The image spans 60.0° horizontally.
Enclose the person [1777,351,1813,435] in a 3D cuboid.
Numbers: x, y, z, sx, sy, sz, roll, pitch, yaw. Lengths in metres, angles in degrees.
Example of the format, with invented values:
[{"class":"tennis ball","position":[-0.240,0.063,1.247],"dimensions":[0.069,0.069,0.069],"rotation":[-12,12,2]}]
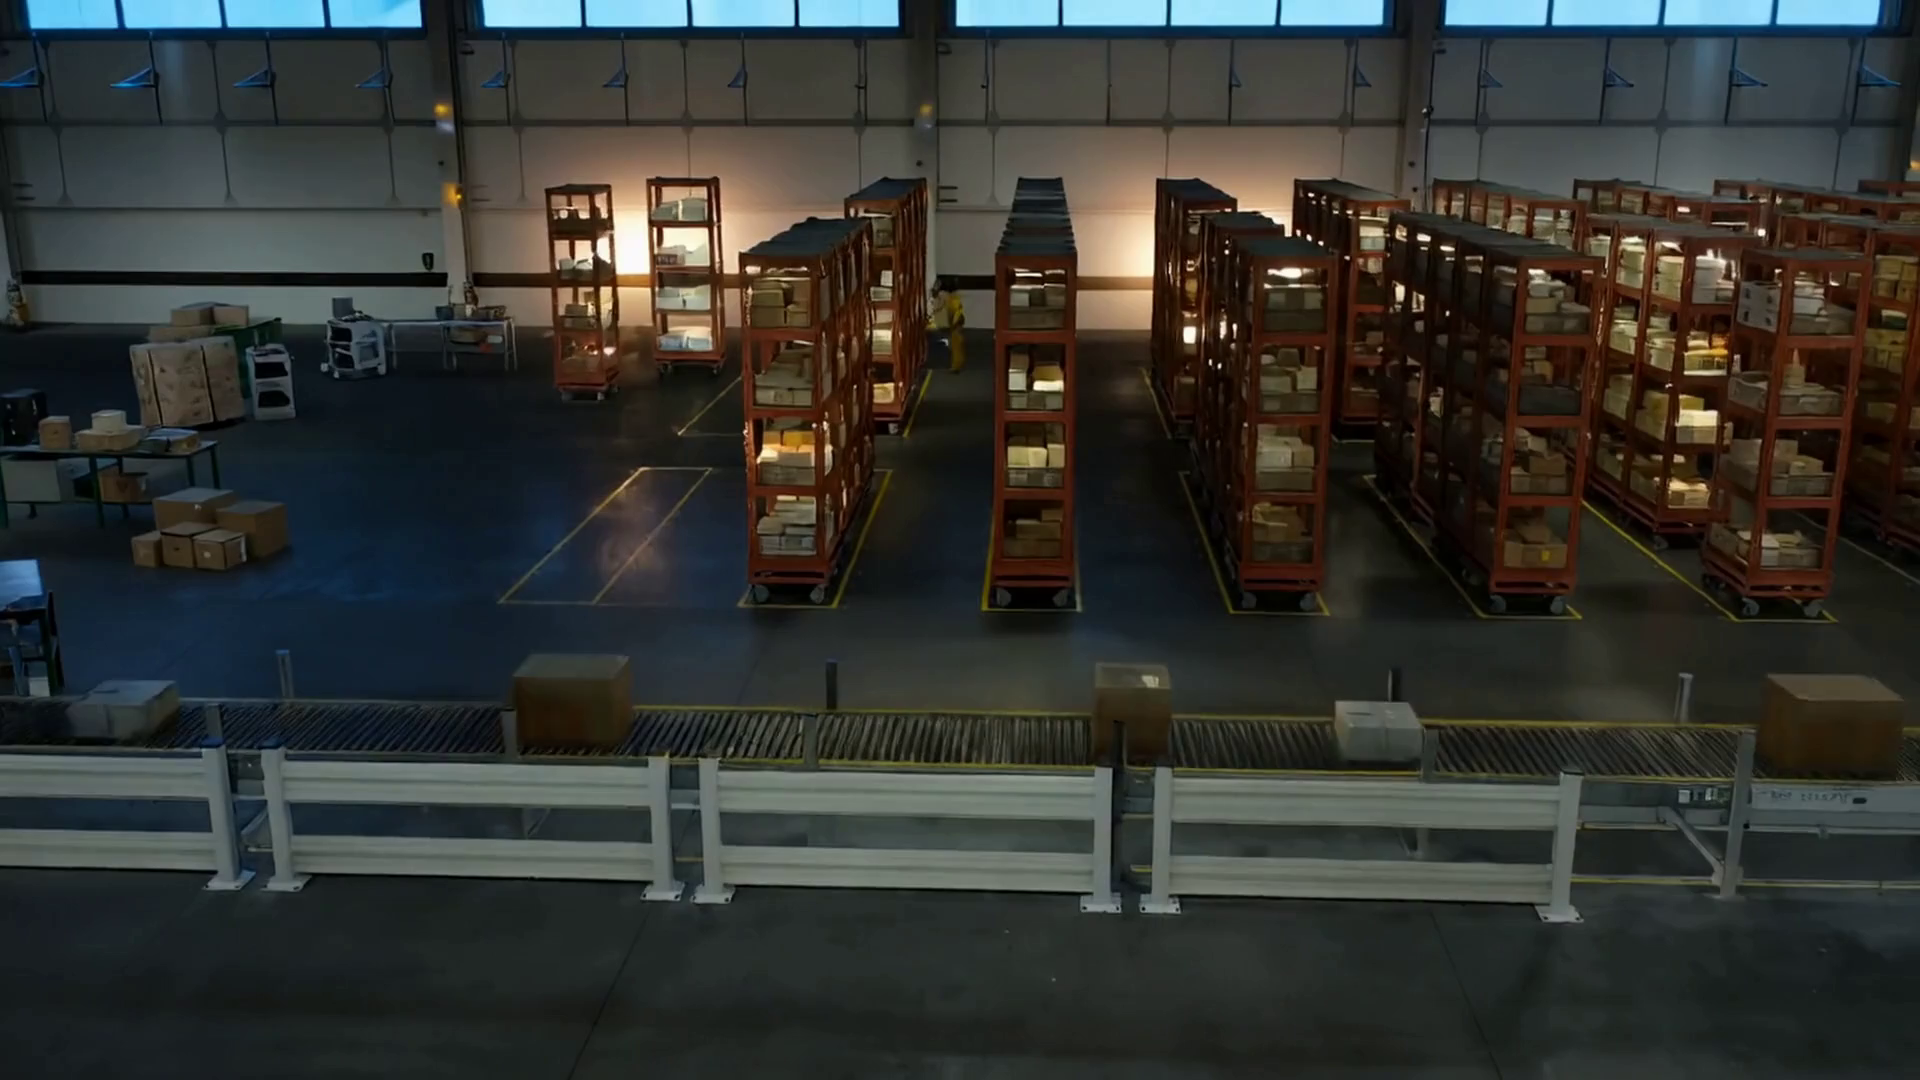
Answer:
[{"class":"person","position":[11.958,-2.059,23.486],"dimensions":[0.974,1.947,0.614],"rotation":[6,16,22]}]

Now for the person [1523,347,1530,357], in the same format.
[{"class":"person","position":[7.553,-1.930,23.337],"dimensions":[0.834,1.792,0.606],"rotation":[7,17,26]}]

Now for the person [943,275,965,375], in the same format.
[{"class":"person","position":[-0.102,-3.996,30.875],"dimensions":[0.388,1.846,0.565],"rotation":[-2,15,-8]}]
